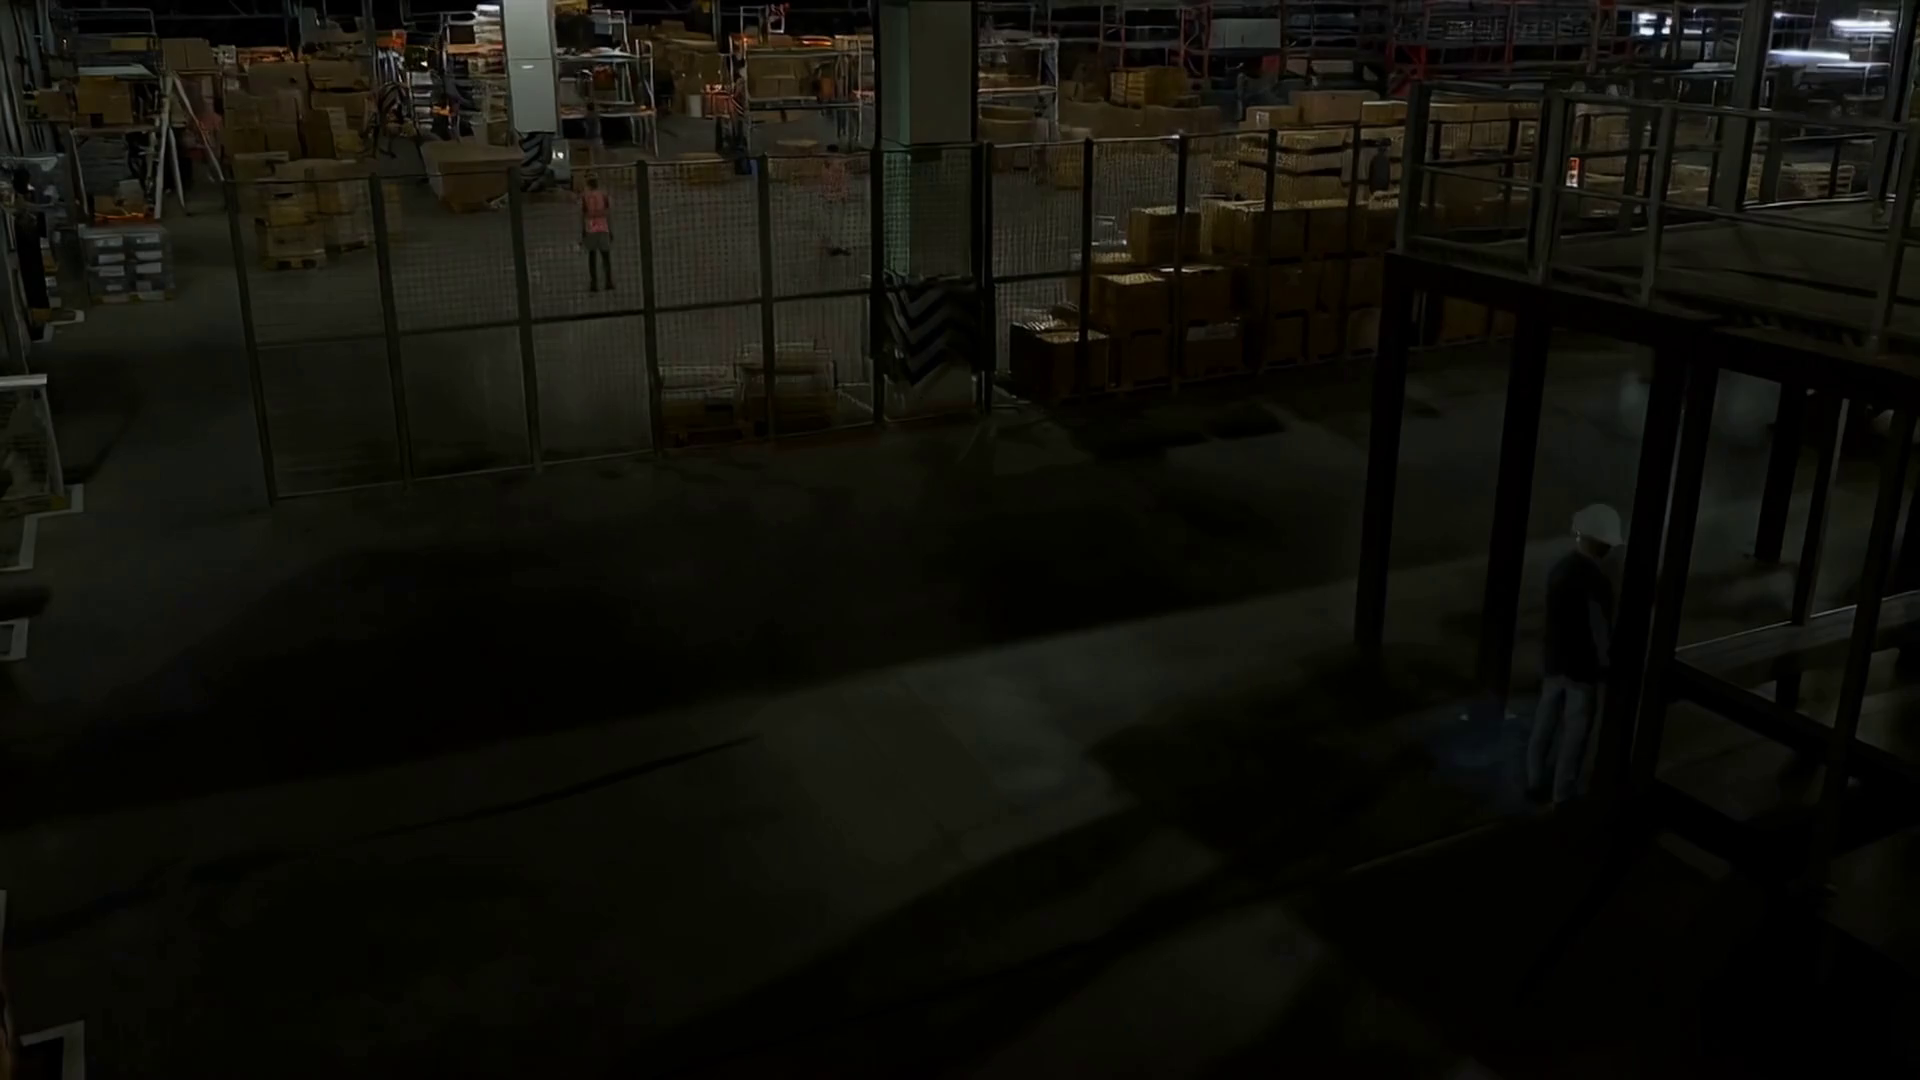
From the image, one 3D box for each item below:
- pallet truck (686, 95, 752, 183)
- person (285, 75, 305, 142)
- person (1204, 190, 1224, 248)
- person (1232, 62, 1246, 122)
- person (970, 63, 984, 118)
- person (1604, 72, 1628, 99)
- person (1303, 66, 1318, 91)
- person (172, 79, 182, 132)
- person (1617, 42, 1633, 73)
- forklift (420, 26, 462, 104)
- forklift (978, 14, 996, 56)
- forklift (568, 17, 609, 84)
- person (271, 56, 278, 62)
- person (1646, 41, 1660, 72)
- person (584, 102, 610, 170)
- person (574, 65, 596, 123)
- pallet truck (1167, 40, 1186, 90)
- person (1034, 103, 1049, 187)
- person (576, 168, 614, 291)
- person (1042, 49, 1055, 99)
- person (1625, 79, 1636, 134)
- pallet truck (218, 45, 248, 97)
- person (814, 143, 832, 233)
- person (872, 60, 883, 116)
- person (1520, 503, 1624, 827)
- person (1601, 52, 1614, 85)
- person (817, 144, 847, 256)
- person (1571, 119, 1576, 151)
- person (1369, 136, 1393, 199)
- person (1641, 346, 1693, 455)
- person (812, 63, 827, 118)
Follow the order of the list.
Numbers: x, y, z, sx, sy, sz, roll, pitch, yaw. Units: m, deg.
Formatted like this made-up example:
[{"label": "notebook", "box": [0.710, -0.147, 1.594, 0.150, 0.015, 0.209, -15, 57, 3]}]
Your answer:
[{"label": "pallet truck", "box": [-5.836, -9.608, 39.856, 0.823, 1.965, 1.885, 10, 22, 27]}, {"label": "person", "box": [-19.465, -12.639, 48.751, 0.400, 1.923, 0.577, 12, 22, 31]}, {"label": "person", "box": [3.642, -4.017, 23.736, 0.373, 1.940, 0.628, -7, 20, -18]}, {"label": "person", "box": [9.270, -14.869, 55.196, 0.357, 1.938, 0.542, 7, 20, 19]}, {"label": "person", "box": [0.470, -14.965, 55.548, 0.957, 1.895, 0.576, 4, 19, 11]}, {"label": "person", "box": [19.040, -12.676, 48.684, 0.678, 2.000, 0.881, -8, 21, -22]}, {"label": "person", "box": [12.066, -15.532, 57.491, 0.555, 1.679, 0.455, 11, 22, 30]}, {"label": "person", "box": [-24.357, -13.457, 51.571, 0.518, 1.632, 0.311, 7, 20, 21]}, {"label": "person", "box": [28.477, -20.305, 71.089, 0.675, 1.835, 0.975, -7, 20, -20]}, {"label": "forklift", "box": [-19.640, -17.761, 62.156, 1.873, 2.768, 1.129, -5, 20, -13]}, {"label": "forklift", "box": [1.195, -23.060, 77.516, 1.129, 2.768, 1.873, -15, 24, -38]}, {"label": "forklift", "box": [-16.110, -21.315, 72.458, 1.873, 2.768, 1.129, -9, 21, -25]}, {"label": "person", "box": [-24.721, -16.516, 60.100, 0.597, 1.841, 0.872, -6, 20, -16]}, {"label": "person", "box": [32.745, -22.925, 78.624, 0.975, 1.882, 0.565, -5, 20, -15]}, {"label": "person", "box": [-9.311, -10.257, 42.235, 0.791, 1.672, 0.348, 9, 21, 25]}, {"label": "person", "box": [-12.129, -14.413, 53.915, 0.655, 1.904, 0.831, -8, 20, -21]}, {"label": "pallet truck", "box": [9.045, -19.971, 69.895, 0.823, 1.965, 1.885, -3, 19, -8]}, {"label": "person", "box": [1.888, -9.229, 38.860, 0.386, 1.928, 0.589, 3, 19, 9]}, {"label": "person", "box": [-5.785, -4.938, 26.408, 0.552, 1.935, 0.374, -6, 20, -16]}, {"label": "person", "box": [3.423, -18.179, 64.761, 0.626, 1.955, 0.529, 0, 19, 0]}, {"label": "person", "box": [19.955, -12.782, 49.385, 0.601, 1.786, 0.949, 4, 19, 12]}, {"label": "pallet truck", "box": [-28.879, -18.665, 66.111, 0.823, 1.965, 1.885, -3, 19, -9]}, {"label": "person", "box": [-2.508, -6.756, 32.012, 0.576, 1.712, 0.511, 9, 21, 25]}, {"label": "person", "box": [-2.778, -15.674, 57.558, 0.392, 1.919, 0.592, -13, 23, -32]}, {"label": "person", "box": [3.660, 0.725, 9.918, 0.618, 1.990, 0.399, -18, 26, -42]}, {"label": "person", "box": [26.093, -18.772, 66.920, 0.756, 1.672, 0.540, -10, 22, -27]}, {"label": "person", "box": [-2.269, -6.067, 29.660, 0.380, 1.951, 0.605, 16, 25, 38]}, {"label": "person", "box": [13.911, -9.104, 38.350, 0.401, 2.035, 0.601, -2, 19, -7]}, {"label": "person", "box": [7.737, -6.430, 30.652, 0.392, 1.991, 0.613, 15, 24, 37]}, {"label": "person", "box": [7.405, -1.741, 17.308, 0.434, 1.827, 0.649, -18, 26, -42]}, {"label": "person", "box": [-4.758, -15.286, 56.555, 0.502, 1.833, 0.412, -3, 19, -8]}]
